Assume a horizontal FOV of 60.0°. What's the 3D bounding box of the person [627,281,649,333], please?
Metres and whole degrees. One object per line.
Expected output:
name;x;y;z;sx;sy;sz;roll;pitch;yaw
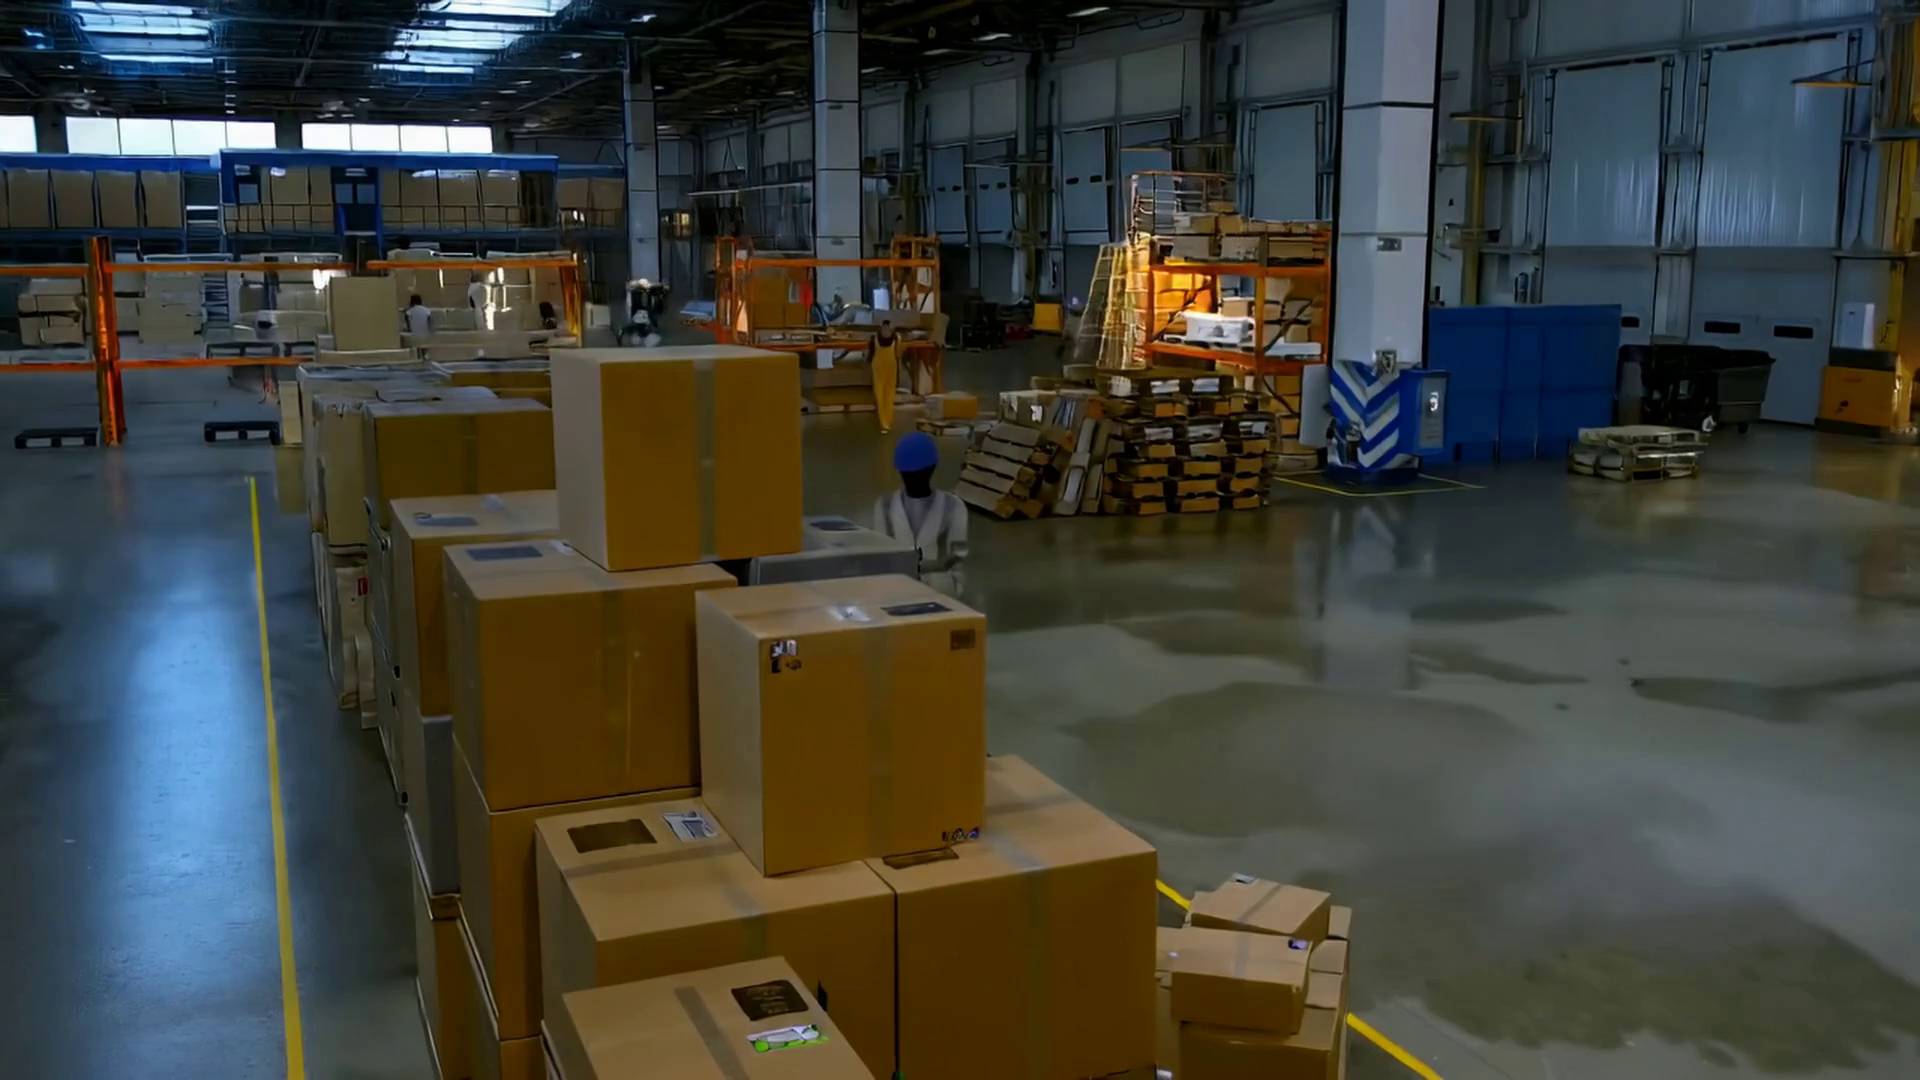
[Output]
person;-8.802;-6.192;45.743;0.629;1.826;0.569;-4;11;-22

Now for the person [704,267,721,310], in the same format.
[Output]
person;-10.152;-10.352;68.687;0.660;1.807;0.873;4;11;23

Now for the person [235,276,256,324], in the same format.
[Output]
person;-19.598;-6.267;45.814;0.812;1.955;0.699;3;11;15

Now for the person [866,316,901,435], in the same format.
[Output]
person;-1.164;-2.540;25.619;0.531;1.819;0.727;1;10;3

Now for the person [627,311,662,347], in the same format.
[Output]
person;-4.705;-2.443;24.775;0.587;1.928;0.362;3;11;18

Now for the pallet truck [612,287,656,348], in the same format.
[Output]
pallet truck;-6.464;-4.406;35.401;0.823;1.965;1.885;6;12;32

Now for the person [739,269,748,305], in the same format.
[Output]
person;-9.585;-11.481;74.488;0.635;1.963;0.518;-8;13;-38

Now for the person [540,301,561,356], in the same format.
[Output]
person;-7.227;-3.323;29.733;0.643;1.893;0.619;-2;10;-9

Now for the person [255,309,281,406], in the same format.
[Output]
person;-12.450;-3.285;29.923;0.487;1.746;0.288;1;10;5

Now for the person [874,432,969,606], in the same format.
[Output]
person;-0.230;0.355;9.338;0.550;1.933;0.375;2;10;9

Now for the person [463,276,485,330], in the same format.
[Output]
person;-14.703;-7.078;50.505;0.949;1.864;0.584;4;11;21

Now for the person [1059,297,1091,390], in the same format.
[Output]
person;2.088;-3.602;31.219;0.580;1.902;0.912;8;13;37

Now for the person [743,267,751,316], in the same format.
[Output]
person;-8.168;-9.582;64.093;0.354;1.939;0.544;-1;10;-5

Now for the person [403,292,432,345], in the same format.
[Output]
person;-10.988;-4.029;33.574;0.744;1.910;0.644;10;14;43

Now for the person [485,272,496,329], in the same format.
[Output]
person;-14.865;-7.529;52.784;0.352;1.936;0.635;-1;10;-6
